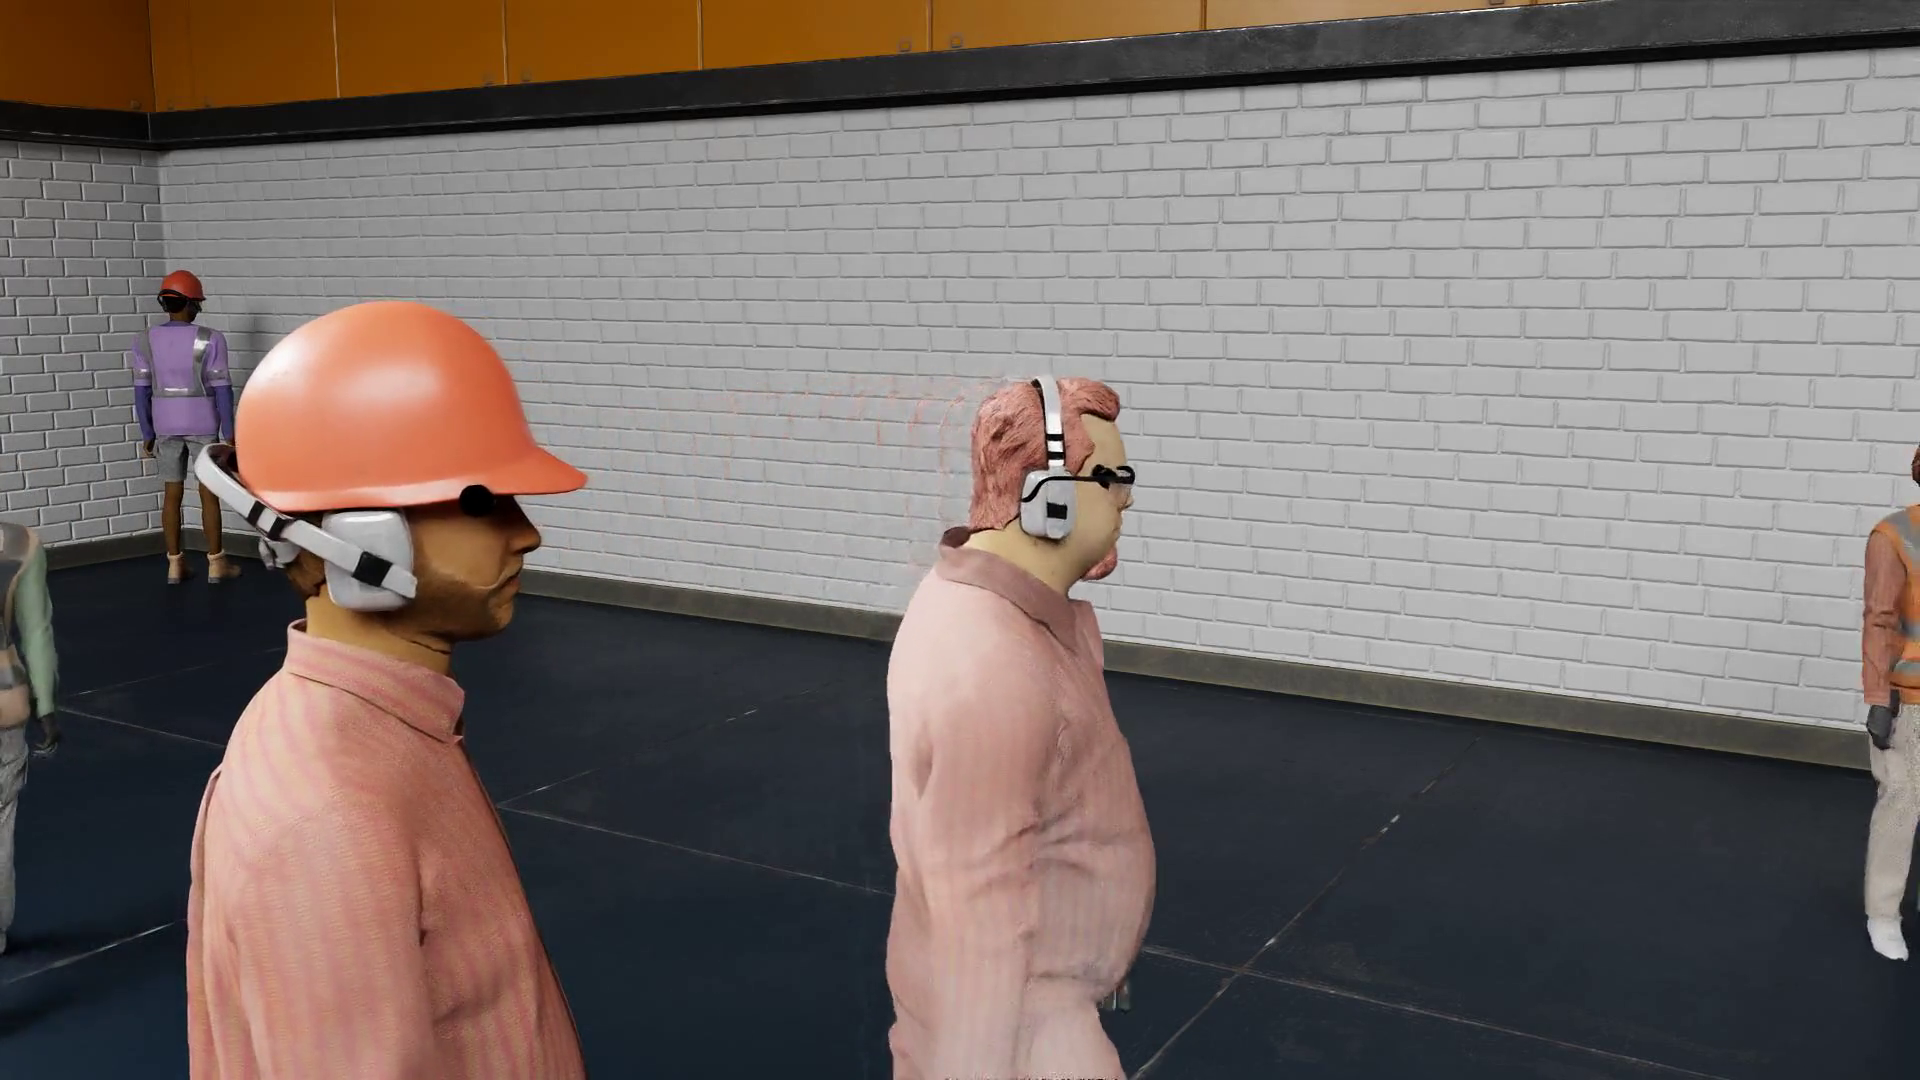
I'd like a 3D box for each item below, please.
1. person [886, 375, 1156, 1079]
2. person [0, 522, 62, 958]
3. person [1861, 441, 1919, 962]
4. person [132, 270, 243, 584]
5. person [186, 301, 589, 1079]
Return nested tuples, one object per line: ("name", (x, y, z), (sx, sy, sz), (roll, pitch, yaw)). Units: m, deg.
("person", (0.179, 0.698, 2.496), (0.880, 1.875, 0.663), (-1, 9, -6))
("person", (-2.779, 0.491, 4.603), (0.522, 1.604, 0.816), (-7, 11, -36))
("person", (2.845, 0.448, 4.853), (0.573, 1.610, 0.407), (-2, 9, -11))
("person", (-5.042, -0.732, 10.884), (0.611, 2.042, 0.394), (0, 9, -1))
("person", (-0.533, 0.772, 1.641), (0.379, 1.996, 0.608), (-3, 10, -20))
